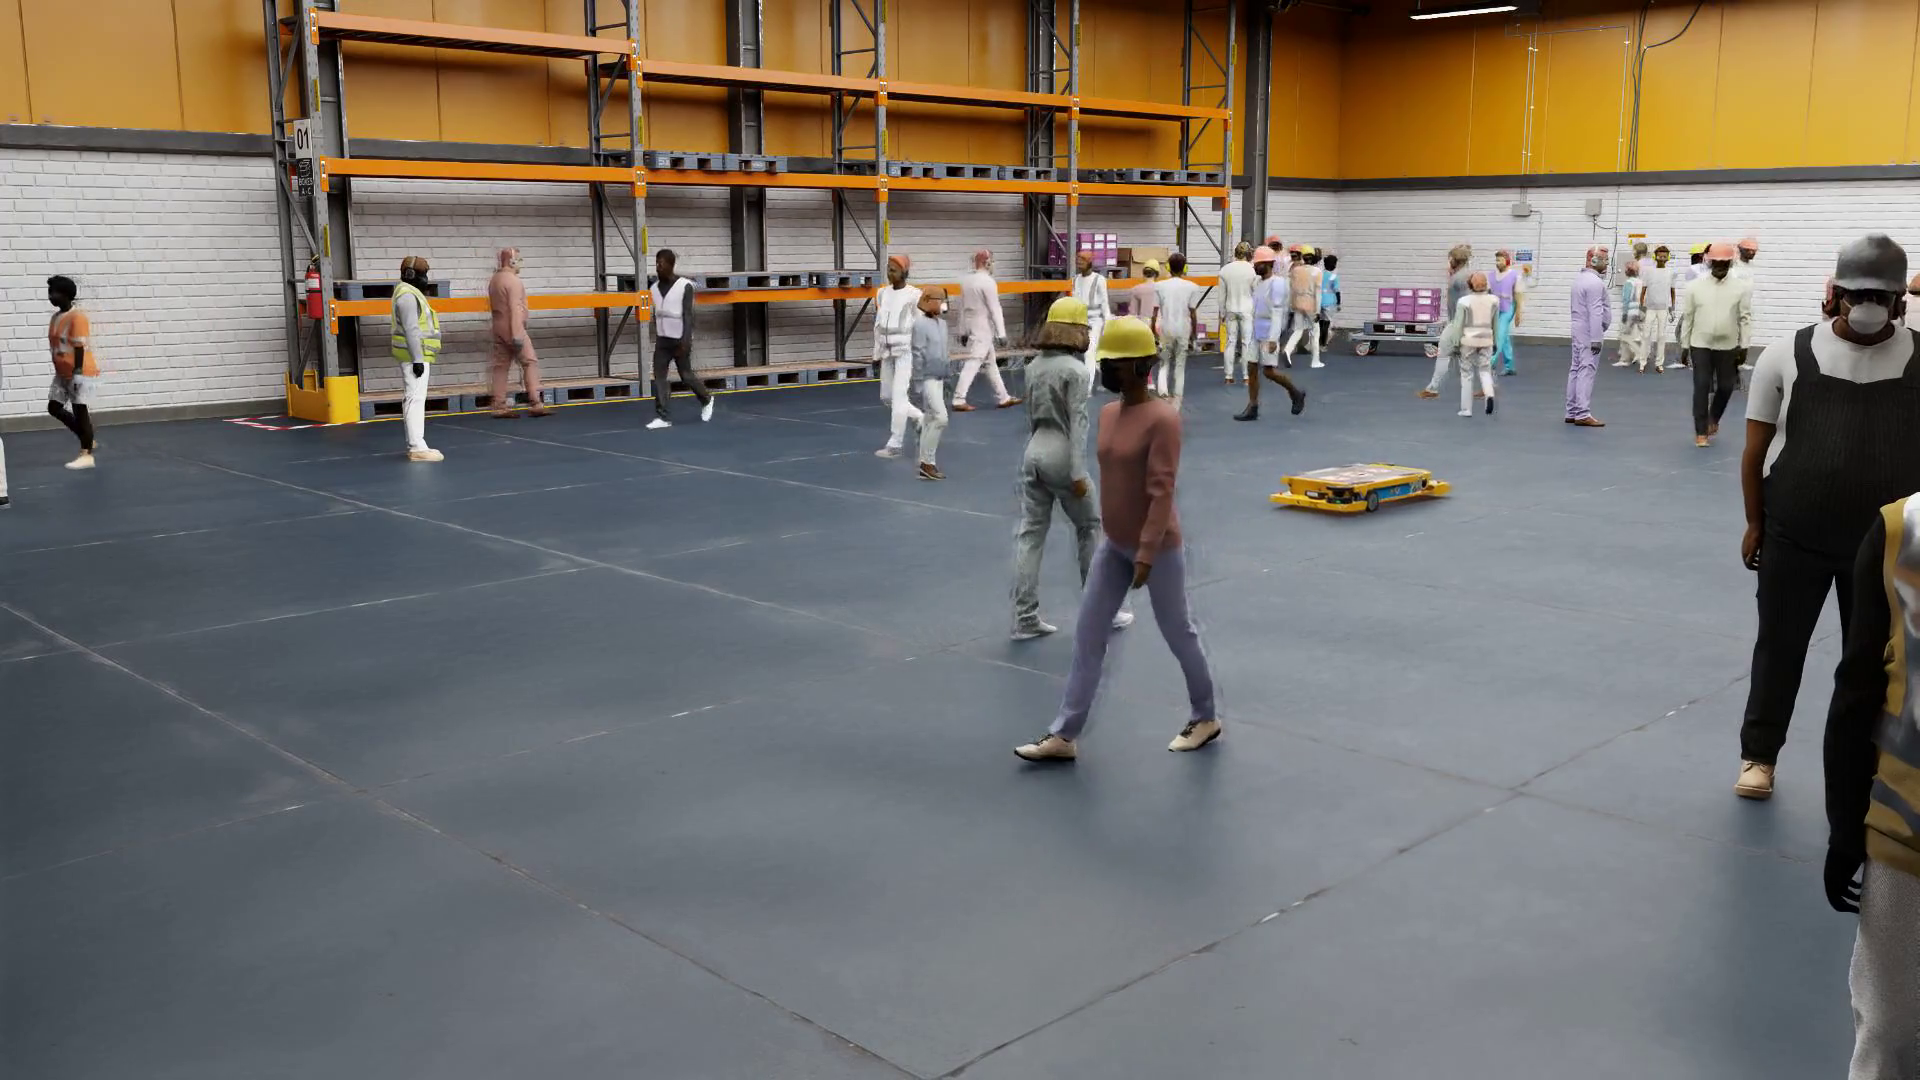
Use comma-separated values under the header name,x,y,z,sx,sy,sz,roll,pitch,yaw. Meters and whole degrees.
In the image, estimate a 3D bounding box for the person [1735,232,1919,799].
name,x,y,z,sx,sy,sz,roll,pitch,yaw
person,3.117,-0.058,5.859,0.683,2.000,0.538,4,11,22

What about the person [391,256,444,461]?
name,x,y,z,sx,sy,sz,roll,pitch,yaw
person,-4.892,-1.630,14.998,0.429,1.837,0.621,-4,11,-20

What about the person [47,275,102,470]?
name,x,y,z,sx,sy,sz,roll,pitch,yaw
person,-7.698,-1.444,14.401,0.535,1.685,0.362,8,13,36

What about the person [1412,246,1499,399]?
name,x,y,z,sx,sy,sz,roll,pitch,yaw
person,6.183,-2.660,20.475,1.018,1.896,0.649,3,11,15

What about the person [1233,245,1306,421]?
name,x,y,z,sx,sy,sz,roll,pitch,yaw
person,3.395,-2.244,18.133,0.739,1.914,0.551,-4,11,-20

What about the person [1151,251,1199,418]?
name,x,y,z,sx,sy,sz,roll,pitch,yaw
person,2.344,-2.215,18.129,0.523,1.854,0.541,2,11,9

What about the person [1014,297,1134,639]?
name,x,y,z,sx,sy,sz,roll,pitch,yaw
person,0.560,-0.368,8.437,0.772,1.708,0.510,-8,13,-36

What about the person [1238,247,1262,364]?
name,x,y,z,sx,sy,sz,roll,pitch,yaw
person,4.594,-3.678,26.176,0.540,1.822,0.523,-10,14,-44

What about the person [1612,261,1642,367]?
name,x,y,z,sx,sy,sz,roll,pitch,yaw
person,10.326,-3.463,25.554,0.432,1.622,0.529,9,13,39

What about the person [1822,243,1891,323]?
name,x,y,z,sx,sy,sz,roll,pitch,yaw
person,9.951,-2.315,18.482,0.686,1.937,0.677,5,11,24

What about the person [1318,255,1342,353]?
name,x,y,z,sx,sy,sz,roll,pitch,yaw
person,6.368,-4.055,28.668,0.598,1.682,0.550,-9,13,-39

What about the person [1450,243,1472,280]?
name,x,y,z,sx,sy,sz,roll,pitch,yaw
person,8.821,-4.269,29.279,0.422,1.874,0.666,4,11,20

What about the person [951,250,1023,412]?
name,x,y,z,sx,sy,sz,roll,pitch,yaw
person,0.297,-2.412,19.206,0.991,1.849,0.668,-5,11,-25

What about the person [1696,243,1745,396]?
name,x,y,z,sx,sy,sz,roll,pitch,yaw
person,9.651,-2.789,21.081,0.659,1.935,0.664,10,14,43

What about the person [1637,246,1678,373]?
name,x,y,z,sx,sy,sz,roll,pitch,yaw
person,10.260,-3.386,24.476,0.509,1.872,0.329,3,11,14

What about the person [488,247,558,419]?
name,x,y,z,sx,sy,sz,roll,pitch,yaw
person,-4.848,-2.281,18.406,0.811,1.877,0.680,-9,13,-39

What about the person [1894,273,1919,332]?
name,x,y,z,sx,sy,sz,roll,pitch,yaw
person,10.105,-2.003,17.570,0.286,1.636,0.500,-6,12,-28

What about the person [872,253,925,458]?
name,x,y,z,sx,sy,sz,roll,pitch,yaw
person,-0.514,-1.691,15.253,0.694,1.868,0.590,-10,14,-44

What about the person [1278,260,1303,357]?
name,x,y,z,sx,sy,sz,roll,pitch,yaw
person,5.539,-3.880,27.880,0.548,1.604,0.675,0,10,0

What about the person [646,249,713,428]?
name,x,y,z,sx,sy,sz,roll,pitch,yaw
person,-3.003,-2.145,17.680,0.593,1.885,0.834,6,12,29

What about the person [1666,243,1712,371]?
name,x,y,z,sx,sy,sz,roll,pitch,yaw
person,10.950,-3.482,24.891,0.621,1.899,0.710,-5,12,-26

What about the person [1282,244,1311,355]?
name,x,y,z,sx,sy,sz,roll,pitch,yaw
person,5.557,-4.063,28.161,0.858,1.885,0.574,-3,11,-15

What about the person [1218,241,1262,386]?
name,x,y,z,sx,sy,sz,roll,pitch,yaw
person,3.790,-3.044,22.423,0.636,1.939,0.362,6,12,30

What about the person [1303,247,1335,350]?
name,x,y,z,sx,sy,sz,roll,pitch,yaw
person,6.313,-4.247,29.327,0.539,1.815,0.631,1,10,4

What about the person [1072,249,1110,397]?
name,x,y,z,sx,sy,sz,roll,pitch,yaw
person,1.719,-2.726,20.938,0.805,1.857,0.599,-8,13,-38

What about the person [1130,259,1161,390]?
name,x,y,z,sx,sy,sz,roll,pitch,yaw
person,2.428,-2.753,21.403,0.509,1.729,0.859,6,12,30

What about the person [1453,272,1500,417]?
name,x,y,z,sx,sy,sz,roll,pitch,yaw
person,5.743,-2.157,18.437,0.531,1.620,0.462,-1,10,-3

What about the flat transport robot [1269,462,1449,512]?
name,x,y,z,sx,sy,sz,roll,pitch,yaw
flat transport robot,3.044,-0.413,12.624,1.431,0.197,0.652,-10,14,-42

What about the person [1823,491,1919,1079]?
name,x,y,z,sx,sy,sz,roll,pitch,yaw
person,1.866,0.573,2.958,0.622,1.847,0.429,6,12,31

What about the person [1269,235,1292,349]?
name,x,y,z,sx,sy,sz,roll,pitch,yaw
person,5.557,-4.355,29.337,0.612,2.015,0.793,2,11,12

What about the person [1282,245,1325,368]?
name,x,y,z,sx,sy,sz,roll,pitch,yaw
person,5.240,-3.552,25.356,0.600,1.888,0.798,10,14,42

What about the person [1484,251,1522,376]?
name,x,y,z,sx,sy,sz,roll,pitch,yaw
person,7.676,-3.221,23.783,0.961,1.789,0.564,-5,12,-26

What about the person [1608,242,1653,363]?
name,x,y,z,sx,sy,sz,roll,pitch,yaw
person,10.724,-3.784,26.532,0.761,1.911,0.655,8,13,38

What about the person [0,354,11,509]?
name,x,y,z,sx,sy,sz,roll,pitch,yaw
person,-7.277,-1.125,12.247,0.403,1.830,0.599,-8,13,-38

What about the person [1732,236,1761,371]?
name,x,y,z,sx,sy,sz,roll,pitch,yaw
person,11.621,-3.550,24.988,0.611,2.014,0.766,-7,12,-33

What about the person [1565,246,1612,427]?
name,x,y,z,sx,sy,sz,roll,pitch,yaw
person,6.731,-2.169,17.746,0.402,1.904,0.652,1,10,3

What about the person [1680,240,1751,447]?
name,x,y,z,sx,sy,sz,roll,pitch,yaw
person,7.294,-1.902,16.096,0.621,1.974,0.683,3,11,16

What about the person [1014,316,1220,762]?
name,x,y,z,sx,sy,sz,roll,pitch,yaw
person,0.668,0.007,6.373,0.901,1.720,0.534,-6,12,-31

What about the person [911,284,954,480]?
name,x,y,z,sx,sy,sz,roll,pitch,yaw
person,-0.182,-1.293,13.713,0.425,1.618,0.522,4,11,23
